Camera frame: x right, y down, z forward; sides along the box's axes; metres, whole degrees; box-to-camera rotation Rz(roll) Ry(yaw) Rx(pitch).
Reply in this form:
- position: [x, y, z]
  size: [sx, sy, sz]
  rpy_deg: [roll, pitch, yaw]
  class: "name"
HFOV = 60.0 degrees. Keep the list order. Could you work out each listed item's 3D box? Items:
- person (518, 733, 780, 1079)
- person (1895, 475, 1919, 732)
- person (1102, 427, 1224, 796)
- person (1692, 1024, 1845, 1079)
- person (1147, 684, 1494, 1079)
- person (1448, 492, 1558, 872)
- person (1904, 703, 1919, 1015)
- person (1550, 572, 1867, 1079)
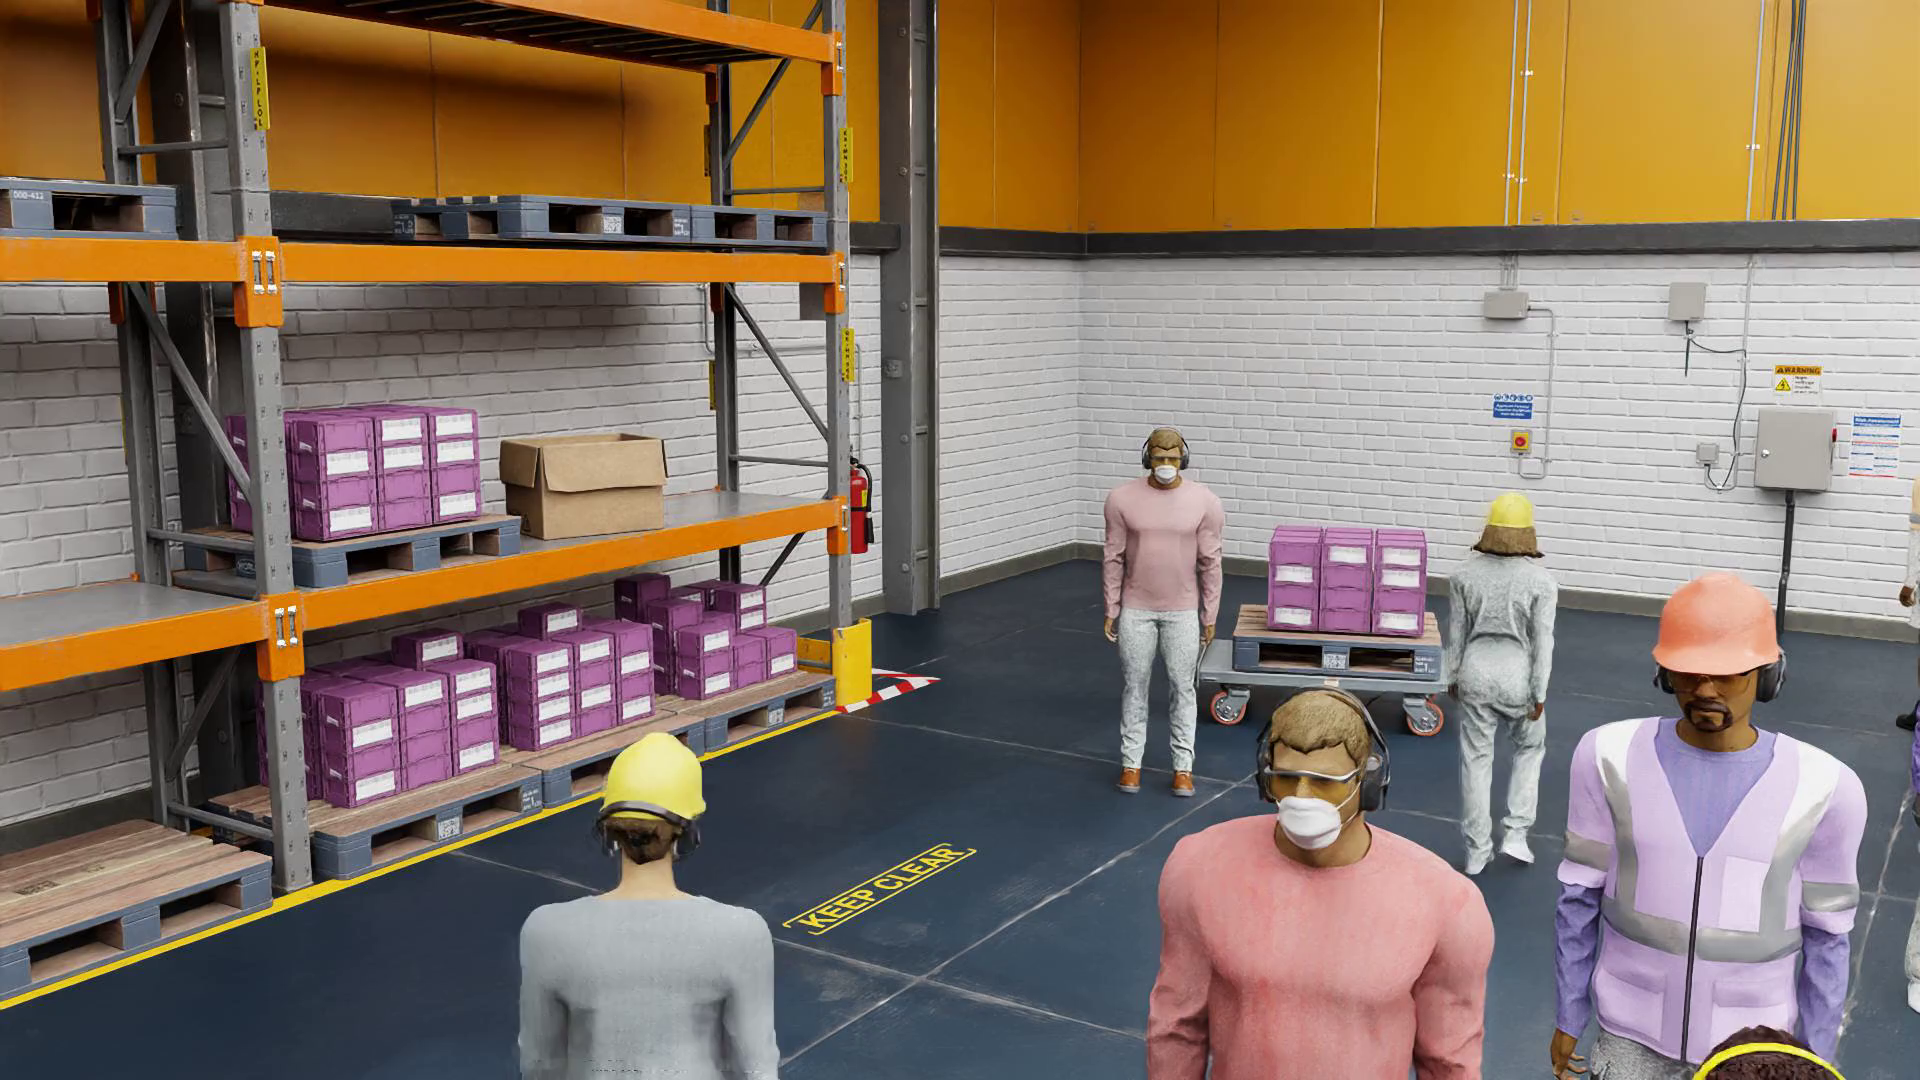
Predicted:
- position: [-0.642, 1.262, 3.476]
  size: [0.540, 1.742, 0.669]
  rpy_deg: [-1, 9, -6]
  class: "person"
- position: [5.828, 0.196, 9.797]
  size: [0.544, 1.936, 0.370]
  rpy_deg: [0, 9, 0]
  class: "person"
- position: [1.050, 0.370, 8.675]
  size: [0.625, 1.933, 0.376]
  rpy_deg: [2, 9, 11]
  class: "person"
- position: [0.932, 1.461, 1.965]
  size: [0.524, 1.814, 0.948]
  rpy_deg: [3, 9, 17]
  class: "person"
- position: [0.653, 1.216, 3.142]
  size: [0.627, 1.941, 0.373]
  rpy_deg: [3, 9, 20]
  class: "person"
- position: [2.440, 0.647, 7.541]
  size: [0.492, 1.728, 0.436]
  rpy_deg: [5, 10, 31]
  class: "person"
- position: [3.697, 0.936, 5.977]
  size: [0.514, 1.631, 0.318]
  rpy_deg: [3, 9, 20]
  class: "person"
- position: [1.626, 1.080, 3.694]
  size: [0.607, 2.044, 0.374]
  rpy_deg: [5, 10, 28]
  class: "person"
